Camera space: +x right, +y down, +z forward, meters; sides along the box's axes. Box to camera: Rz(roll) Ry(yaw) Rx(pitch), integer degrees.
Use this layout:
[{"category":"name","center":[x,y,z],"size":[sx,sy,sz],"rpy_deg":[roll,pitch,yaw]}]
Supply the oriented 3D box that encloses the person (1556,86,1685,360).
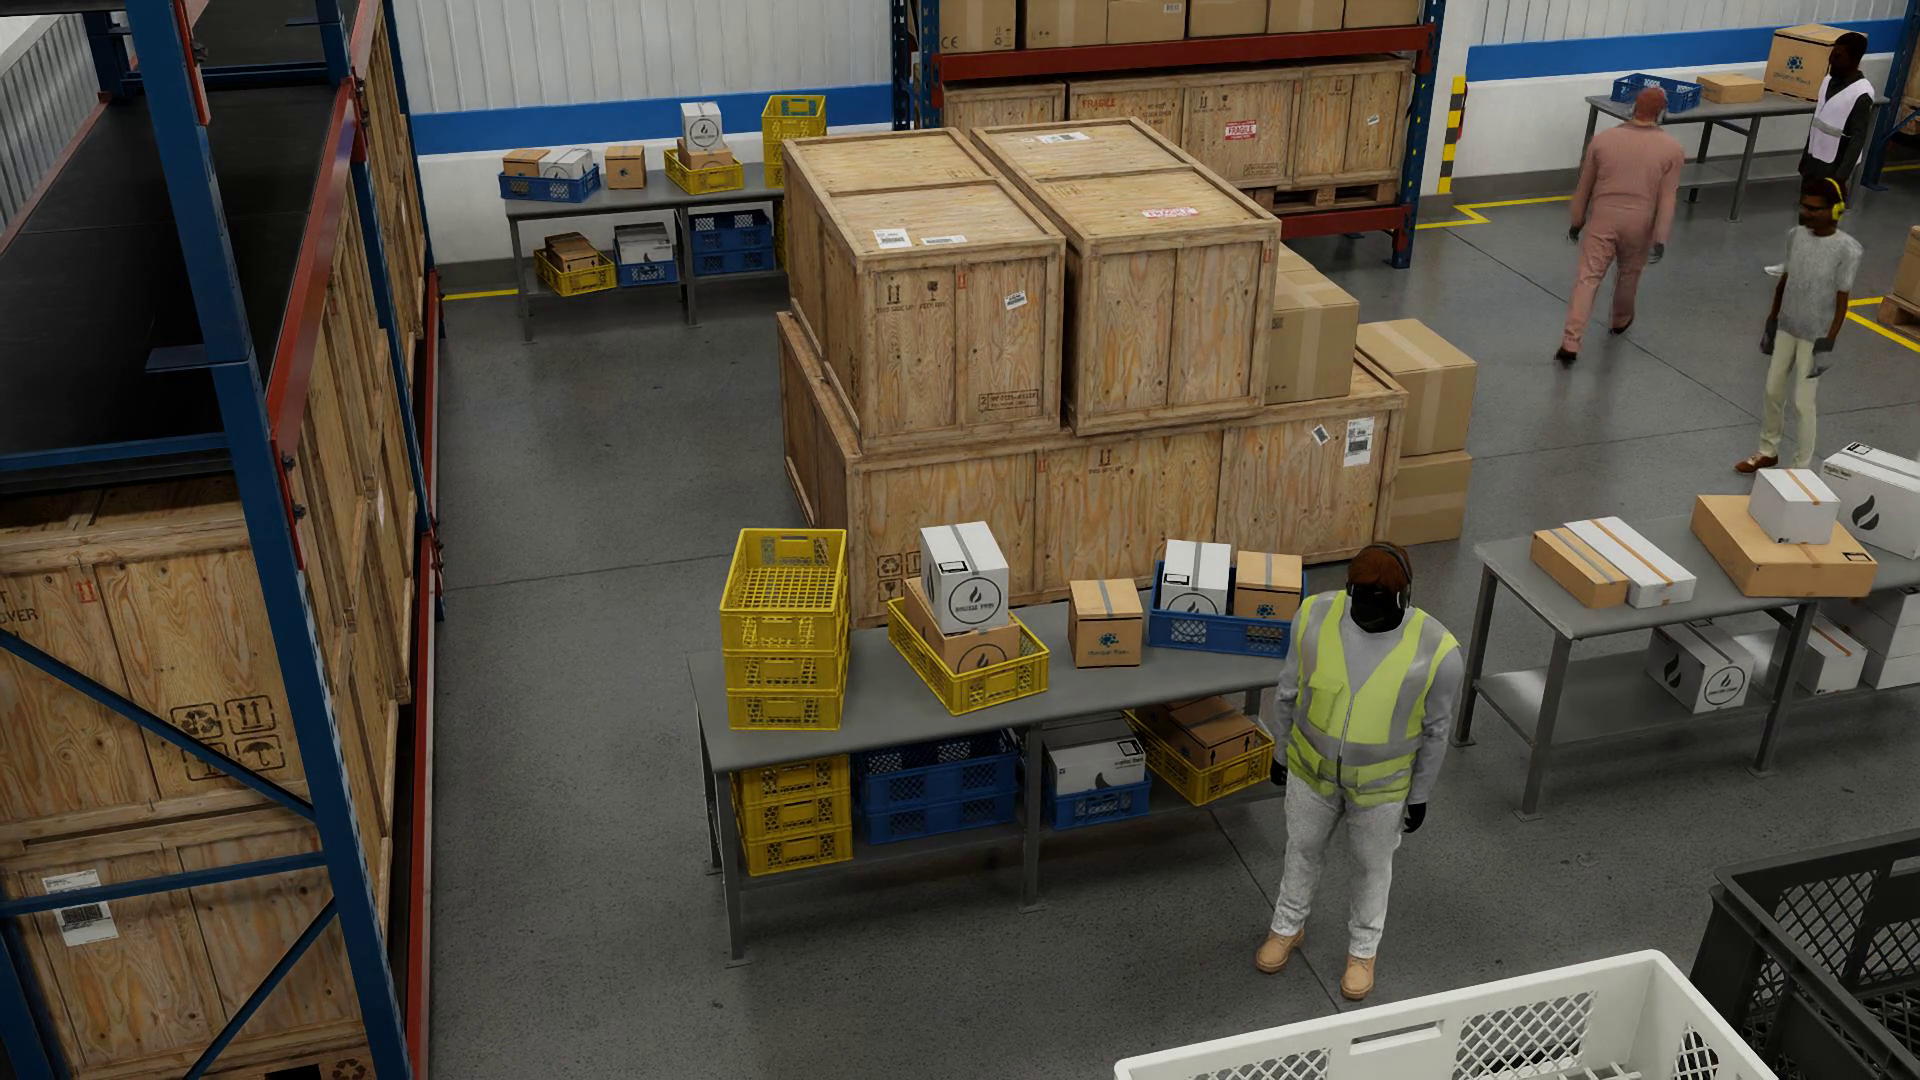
[{"category":"person","center":[4.541,-2.180,11.450],"size":[0.653,1.832,1.123],"rpy_deg":[13,31,23]}]

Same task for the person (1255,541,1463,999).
[{"category":"person","center":[1.402,0.829,5.967],"size":[0.626,1.844,0.429],"rpy_deg":[14,32,23]}]

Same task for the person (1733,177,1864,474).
[{"category":"person","center":[4.867,-1.181,9.605],"size":[0.355,1.855,0.508],"rpy_deg":[-12,31,-21]}]

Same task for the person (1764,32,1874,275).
[{"category":"person","center":[6.576,-2.863,12.590],"size":[0.365,1.916,0.597],"rpy_deg":[-1,29,-2]}]
